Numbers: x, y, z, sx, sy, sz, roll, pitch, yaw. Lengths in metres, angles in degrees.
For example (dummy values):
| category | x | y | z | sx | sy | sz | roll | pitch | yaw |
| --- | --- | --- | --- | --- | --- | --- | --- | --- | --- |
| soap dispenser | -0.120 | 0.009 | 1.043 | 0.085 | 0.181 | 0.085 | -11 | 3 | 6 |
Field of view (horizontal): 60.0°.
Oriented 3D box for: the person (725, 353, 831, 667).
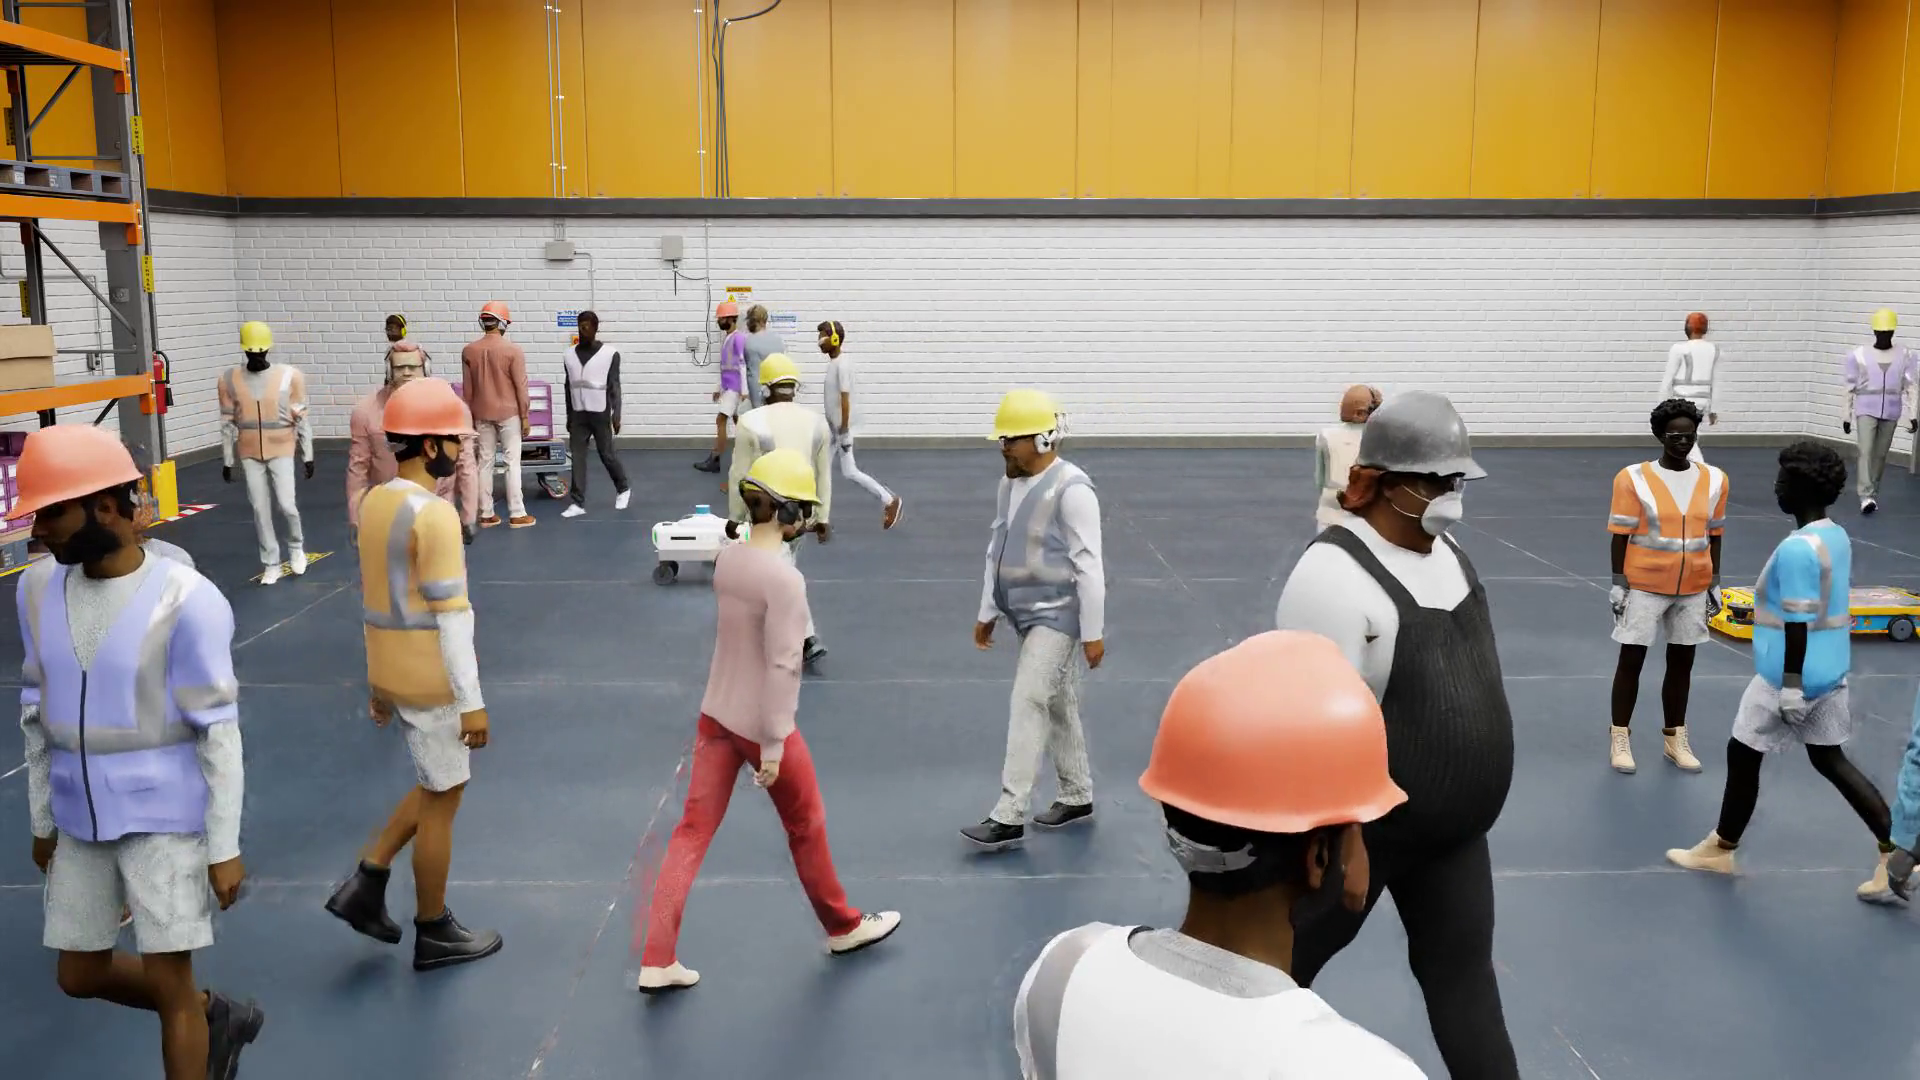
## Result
| category | x | y | z | sx | sy | sz | roll | pitch | yaw |
| --- | --- | --- | --- | --- | --- | --- | --- | --- | --- |
| person | -1.010 | -0.178 | 9.577 | 0.586 | 1.797 | 0.900 | -7 | 12 | -37 |

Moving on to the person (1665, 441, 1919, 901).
| category | x | y | z | sx | sy | sz | roll | pitch | yaw |
| --- | --- | --- | --- | --- | --- | --- | --- | --- | --- |
| person | 3.080 | 0.471 | 5.985 | 0.845 | 1.662 | 0.538 | 9 | 13 | 43 |

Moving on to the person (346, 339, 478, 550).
| category | x | y | z | sx | sy | sz | roll | pitch | yaw |
| --- | --- | --- | --- | --- | --- | --- | --- | --- | --- |
| person | -2.960 | -0.139 | 9.013 | 0.672 | 1.895 | 0.508 | -1 | 9 | -9 |

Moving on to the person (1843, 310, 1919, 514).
| category | x | y | z | sx | sy | sz | roll | pitch | yaw |
| --- | --- | --- | --- | --- | --- | --- | --- | --- | --- |
| person | 8.506 | -1.165 | 15.354 | 0.592 | 1.883 | 0.958 | 2 | 10 | 15 |

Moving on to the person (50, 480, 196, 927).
| category | x | y | z | sx | sy | sz | roll | pitch | yaw |
| --- | --- | --- | --- | --- | --- | --- | --- | --- | --- |
| person | -2.798 | 0.550 | 5.586 | 0.507 | 1.633 | 0.278 | 0 | 9 | -2 |

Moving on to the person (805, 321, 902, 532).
| category | x | y | z | sx | sy | sz | roll | pitch | yaw |
| --- | --- | --- | --- | --- | --- | --- | --- | --- | --- |
| person | -0.964 | -0.969 | 14.311 | 0.870 | 1.836 | 0.517 | -3 | 10 | -15 |

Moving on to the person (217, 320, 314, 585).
| category | x | y | z | sx | sy | sz | roll | pitch | yaw |
| --- | --- | --- | --- | --- | --- | --- | --- | --- | --- |
| person | -4.972 | -0.617 | 11.909 | 0.612 | 1.902 | 0.462 | -2 | 9 | -9 |

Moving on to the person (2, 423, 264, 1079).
| category | x | y | z | sx | sy | sz | roll | pitch | yaw |
| --- | --- | --- | --- | --- | --- | --- | --- | --- | --- |
| person | -1.983 | 0.659 | 4.054 | 0.589 | 1.913 | 0.633 | 2 | 9 | 10 |

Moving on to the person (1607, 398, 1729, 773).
| category | x | y | z | sx | sy | sz | roll | pitch | yaw |
| --- | --- | --- | --- | --- | --- | --- | --- | --- | --- |
| person | 3.173 | 0.209 | 7.483 | 0.540 | 1.696 | 0.316 | 0 | 9 | -2 |

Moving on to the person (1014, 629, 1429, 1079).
| category | x | y | z | sx | sy | sz | roll | pitch | yaw |
| --- | --- | --- | --- | --- | --- | --- | --- | --- | --- |
| person | 0.328 | 1.027 | 1.882 | 0.976 | 1.882 | 0.569 | -8 | 12 | -41 |

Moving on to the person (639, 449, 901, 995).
| category | x | y | z | sx | sy | sz | roll | pitch | yaw |
| --- | --- | --- | --- | --- | --- | --- | --- | --- | --- |
| person | -0.643 | 0.567 | 5.258 | 0.951 | 1.698 | 0.535 | -7 | 12 | -39 |

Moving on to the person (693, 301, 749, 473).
| category | x | y | z | sx | sy | sz | roll | pitch | yaw |
| --- | --- | --- | --- | --- | --- | --- | --- | --- | --- |
| person | -2.639 | -1.690 | 18.505 | 0.899 | 1.896 | 0.562 | -4 | 10 | -22 |

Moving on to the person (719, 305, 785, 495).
| category | x | y | z | sx | sy | sz | roll | pitch | yaw |
| --- | --- | --- | --- | --- | --- | --- | --- | --- | --- |
| person | -2.047 | -1.374 | 16.584 | 0.885 | 1.888 | 0.628 | 5 | 11 | 30 |

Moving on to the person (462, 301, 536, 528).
| category | x | y | z | sx | sy | sz | roll | pitch | yaw |
| --- | --- | --- | --- | --- | --- | --- | --- | --- | --- |
| person | -4.037 | -1.091 | 14.564 | 0.608 | 1.987 | 0.388 | 2 | 9 | 12 |

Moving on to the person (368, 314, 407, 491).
| category | x | y | z | sx | sy | sz | roll | pitch | yaw |
| --- | --- | --- | --- | --- | --- | --- | --- | --- | --- |
| person | -5.760 | -1.444 | 17.294 | 0.548 | 1.813 | 1.003 | 8 | 12 | 41 |

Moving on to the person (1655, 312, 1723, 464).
| category | x | y | z | sx | sy | sz | roll | pitch | yaw |
| --- | --- | --- | --- | --- | --- | --- | --- | --- | --- |
| person | 7.316 | -1.353 | 16.609 | 0.574 | 1.851 | 0.957 | -3 | 10 | -18 |

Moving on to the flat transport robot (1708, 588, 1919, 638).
| category | x | y | z | sx | sy | sz | roll | pitch | yaw |
| --- | --- | --- | --- | --- | --- | --- | --- | --- | --- |
| flat transport robot | 5.395 | 0.445 | 10.393 | 1.431 | 0.197 | 0.652 | 0 | 9 | -1 |

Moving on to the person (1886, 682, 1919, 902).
| category | x | y | z | sx | sy | sz | roll | pitch | yaw |
| --- | --- | --- | --- | --- | --- | --- | --- | --- | --- |
| person | 2.634 | 0.809 | 4.059 | 0.545 | 1.598 | 0.807 | -1 | 9 | -3 |

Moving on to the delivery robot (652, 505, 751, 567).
| category | x | y | z | sx | sy | sz | roll | pitch | yaw |
| --- | --- | --- | --- | --- | --- | --- | --- | --- | --- |
| delivery robot | -1.859 | -0.011 | 12.037 | 0.707 | 0.478 | 0.477 | 0 | 9 | -1 |

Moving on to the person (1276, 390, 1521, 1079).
| category | x | y | z | sx | sy | sz | roll | pitch | yaw |
| --- | --- | --- | --- | --- | --- | --- | --- | --- | --- |
| person | 1.071 | 0.590 | 4.093 | 0.699 | 2.000 | 1.040 | -8 | 12 | -41 |

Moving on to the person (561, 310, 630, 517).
| category | x | y | z | sx | sy | sz | roll | pitch | yaw |
| --- | --- | --- | --- | --- | --- | --- | --- | --- | --- |
| person | -3.408 | -1.188 | 15.461 | 0.607 | 1.893 | 0.855 | 3 | 10 | 18 |

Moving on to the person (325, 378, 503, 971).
| category | x | y | z | sx | sy | sz | roll | pitch | yaw |
| --- | --- | --- | --- | --- | --- | --- | --- | --- | --- |
| person | -1.724 | 0.448 | 5.329 | 0.471 | 1.925 | 0.560 | -7 | 11 | -36 |

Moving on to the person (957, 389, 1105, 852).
| category | x | y | z | sx | sy | sz | roll | pitch | yaw |
| --- | --- | --- | --- | --- | --- | --- | --- | --- | --- |
| person | 0.222 | 0.306 | 6.560 | 0.786 | 1.798 | 0.602 | -4 | 10 | -24 |

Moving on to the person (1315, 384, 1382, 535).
| category | x | y | z | sx | sy | sz | roll | pitch | yaw |
| --- | --- | --- | --- | --- | --- | --- | --- | --- | --- |
| person | 2.315 | -0.107 | 9.736 | 0.515 | 1.594 | 0.836 | 6 | 11 | 34 |
